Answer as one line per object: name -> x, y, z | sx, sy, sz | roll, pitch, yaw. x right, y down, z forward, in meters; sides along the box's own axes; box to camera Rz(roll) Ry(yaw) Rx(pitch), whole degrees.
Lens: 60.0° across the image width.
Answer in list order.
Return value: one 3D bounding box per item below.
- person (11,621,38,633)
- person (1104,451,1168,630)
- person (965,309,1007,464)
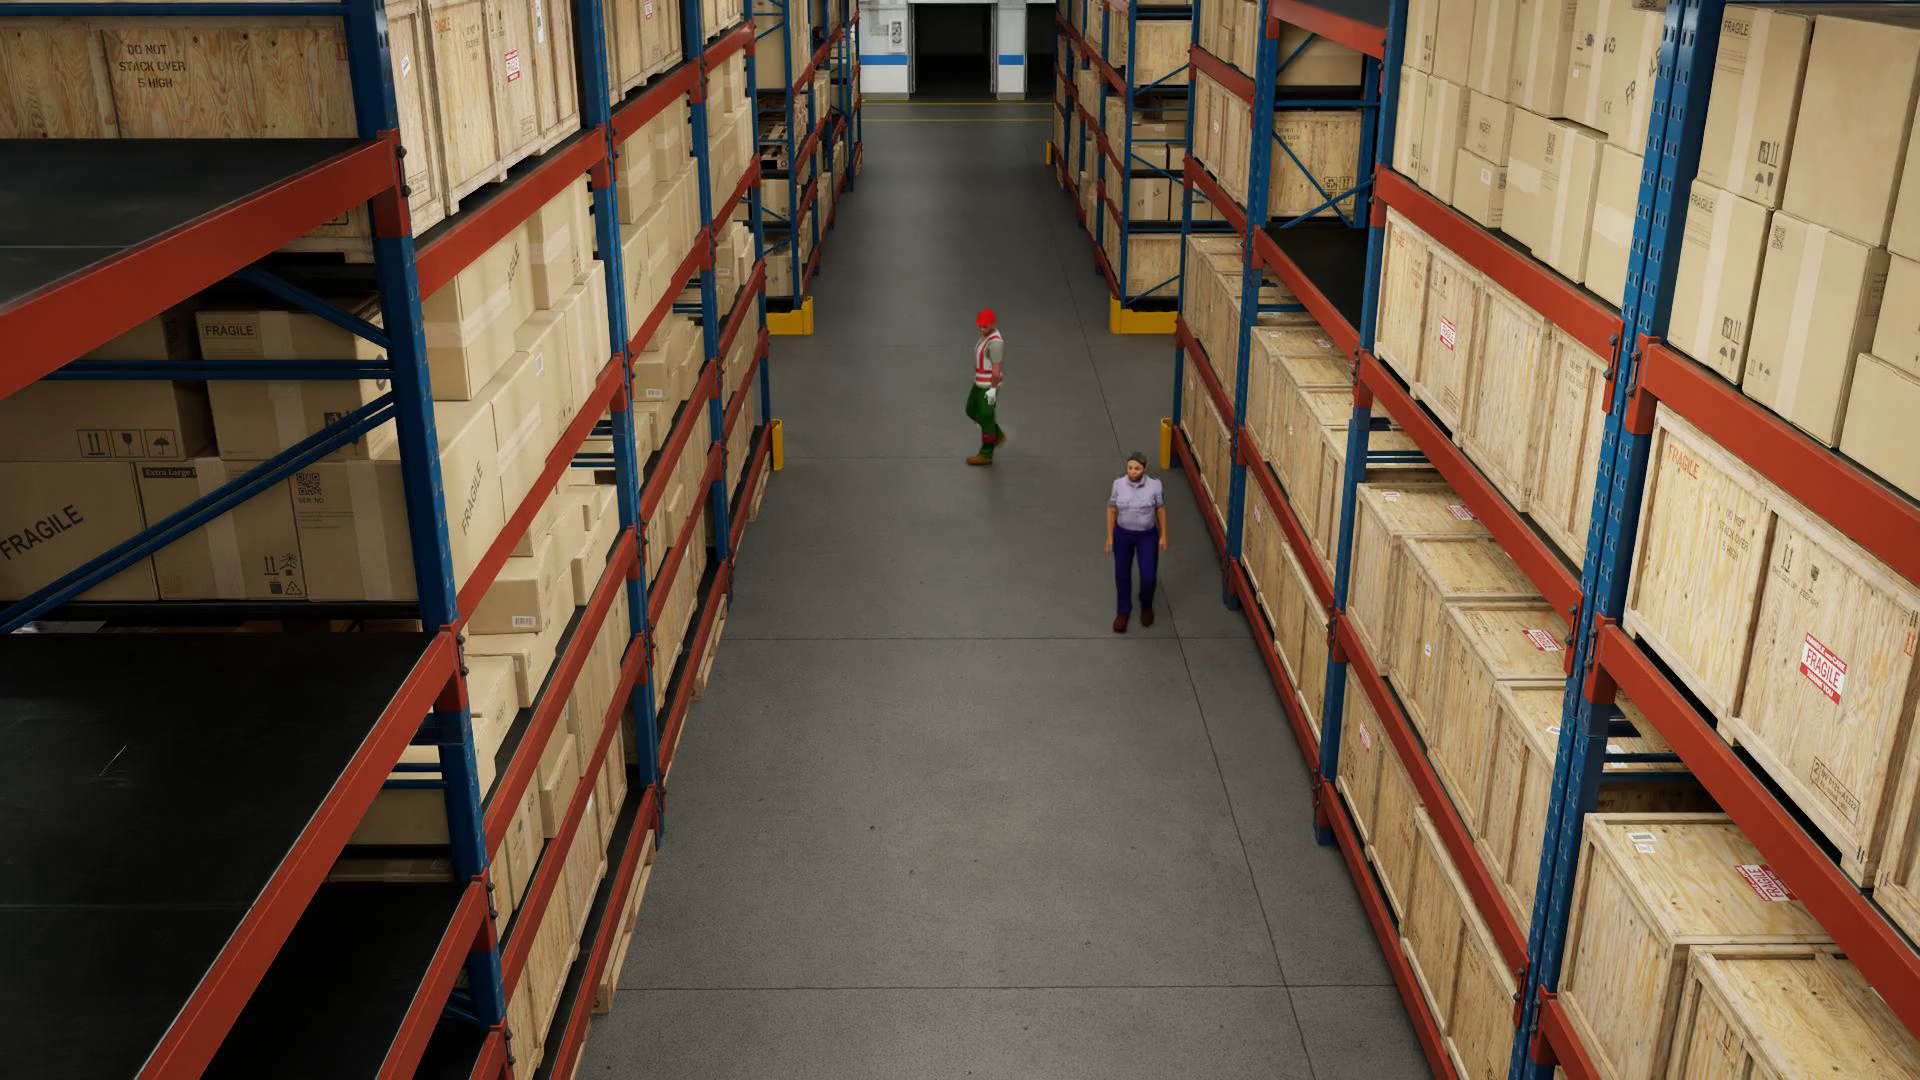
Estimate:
person -> -7.096, 0.856, 12.448 | 0.473, 1.690, 0.357 | -3, 22, -9
person -> 1.539, 0.008, 14.590 | 0.537, 1.653, 0.435 | 6, 22, 15
person -> 0.312, -1.756, 18.898 | 0.501, 1.787, 0.573 | -3, 22, -8
